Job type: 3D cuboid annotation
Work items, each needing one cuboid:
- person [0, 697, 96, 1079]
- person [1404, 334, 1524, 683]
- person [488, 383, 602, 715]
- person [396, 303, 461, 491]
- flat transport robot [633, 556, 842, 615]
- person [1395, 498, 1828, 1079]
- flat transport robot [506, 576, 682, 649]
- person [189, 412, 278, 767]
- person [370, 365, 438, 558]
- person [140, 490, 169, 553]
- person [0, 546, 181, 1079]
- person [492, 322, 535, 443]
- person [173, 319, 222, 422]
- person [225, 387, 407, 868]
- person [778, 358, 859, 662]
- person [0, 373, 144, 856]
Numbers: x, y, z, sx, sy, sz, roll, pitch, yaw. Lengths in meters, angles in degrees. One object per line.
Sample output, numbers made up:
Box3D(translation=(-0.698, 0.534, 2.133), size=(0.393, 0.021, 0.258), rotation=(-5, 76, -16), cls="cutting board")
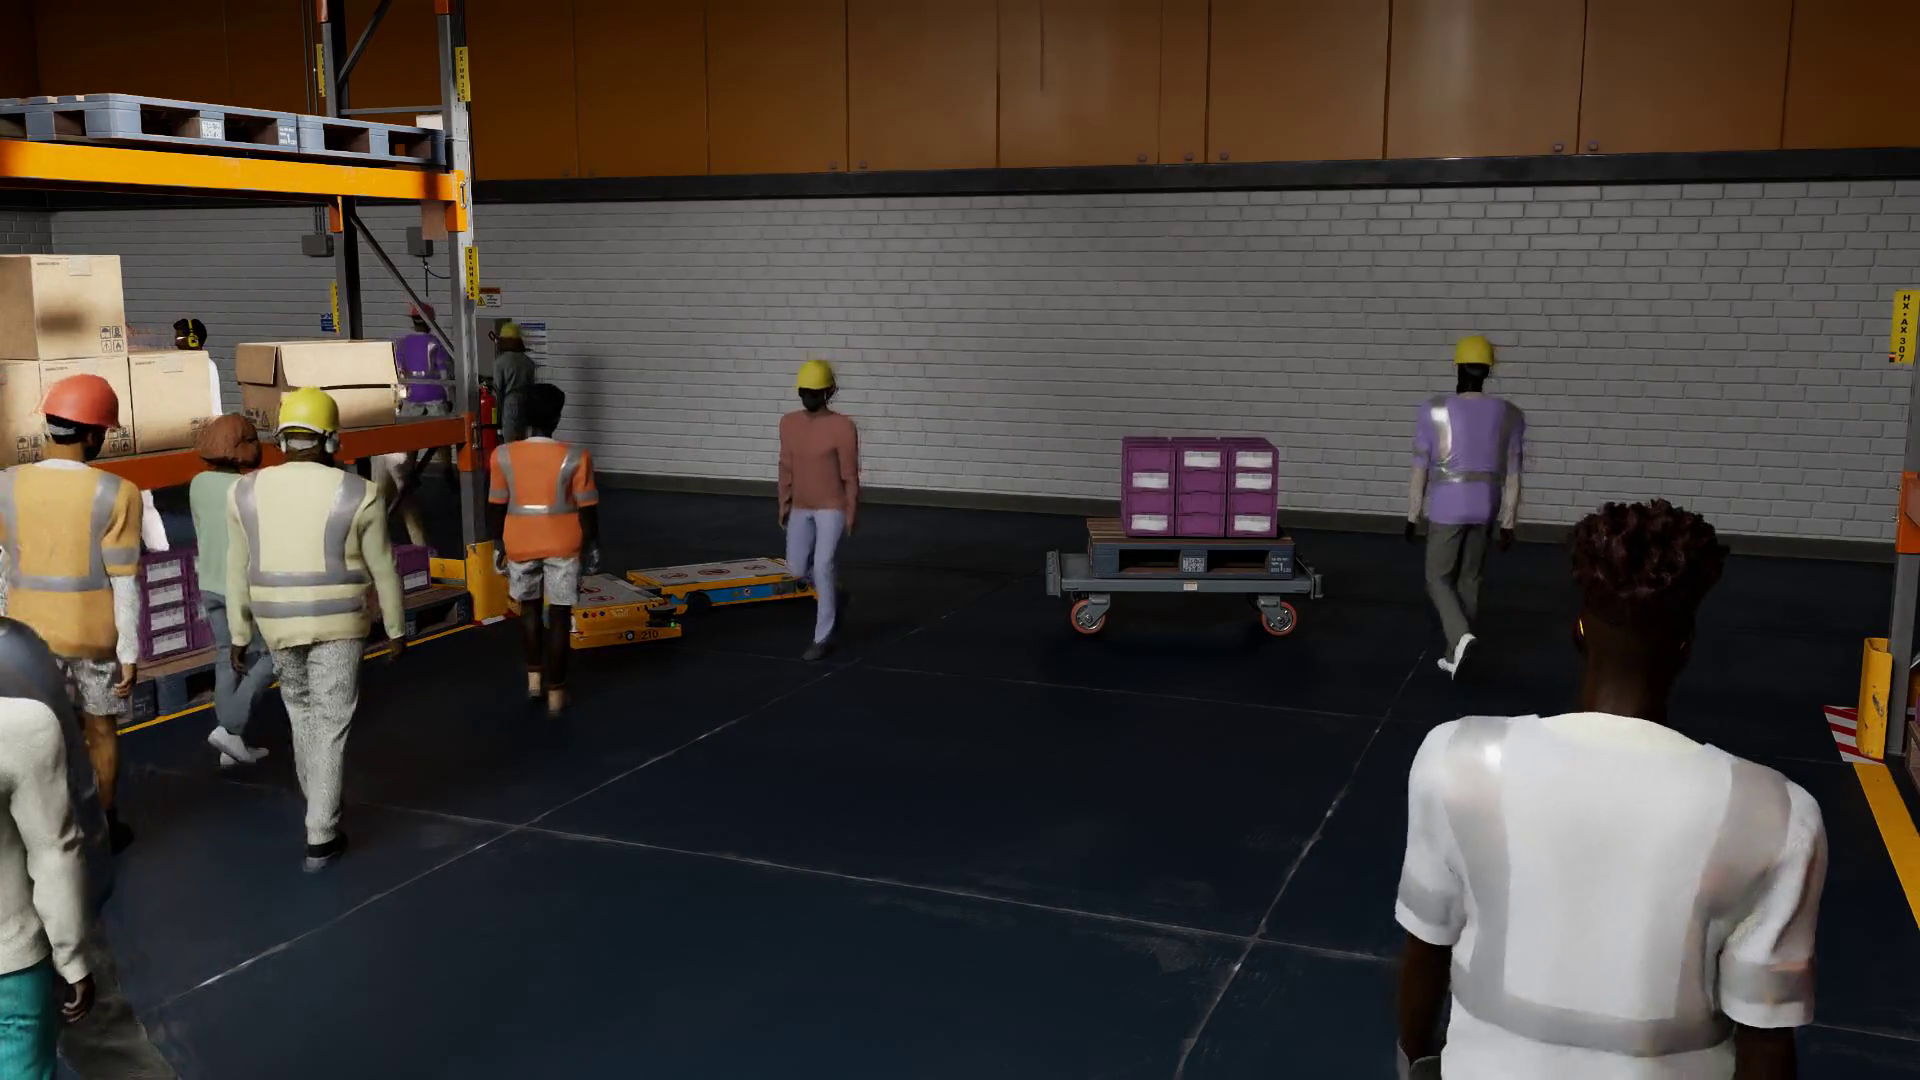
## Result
Box3D(translation=(-2.013, 0.852, 3.312), size=(0.533, 1.768, 0.310), rotation=(-3, 10, -17), cls="person")
Box3D(translation=(2.740, -0.152, 8.964), size=(0.604, 1.905, 0.690), rotation=(-1, 9, -4), cls="person")
Box3D(translation=(-2.093, 0.039, 8.493), size=(0.548, 1.677, 0.504), rotation=(0, 9, 1), cls="person")
Box3D(translation=(-5.362, -1.430, 16.789), size=(0.767, 1.894, 0.566), rotation=(2, 10, 12), cls="person")
Box3D(translation=(-1.578, 0.299, 11.182), size=(1.431, 0.197, 0.652), rotation=(-6, 11, -31), cls="flat transport robot")
Box3D(translation=(0.944, 0.899, 2.529), size=(0.609, 1.935, 0.892), rotation=(4, 10, 21), cls="person")
Box3D(translation=(-2.320, 0.424, 10.422), size=(0.652, 0.197, 1.431), rotation=(-6, 11, -31), cls="flat transport robot")
Box3D(translation=(-3.250, 0.239, 7.473), size=(0.506, 1.622, 0.373), rotation=(5, 10, 26), cls="person")
Box3D(translation=(-3.996, -0.447, 11.747), size=(0.881, 1.574, 0.524), rotation=(-2, 10, -10), cls="person")
Box3D(translation=(-6.143, -0.614, 11.941), size=(0.931, 1.857, 0.631), rotation=(-2, 10, -11), cls="person")
Box3D(translation=(-2.090, 0.787, 3.678), size=(0.889, 1.781, 0.603), rotation=(-5, 11, -28), cls="person")
Box3D(translation=(-4.282, -1.240, 16.104), size=(0.579, 1.722, 0.494), rotation=(7, 11, 35), cls="person")
Box3D(translation=(-5.957, -0.805, 13.077), size=(0.317, 1.860, 0.509), rotation=(-4, 10, -22), cls="person")
Box3D(translation=(-2.452, 0.309, 6.474), size=(0.627, 1.802, 0.770), rotation=(0, 9, 0), cls="person")
Box3D(translation=(-0.793, -0.194, 9.690), size=(0.524, 1.743, 0.529), rotation=(5, 11, 29), cls="person")
Box3D(translation=(-3.230, 0.349, 6.002), size=(0.573, 1.889, 0.968), rotation=(-2, 10, -13), cls="person")
